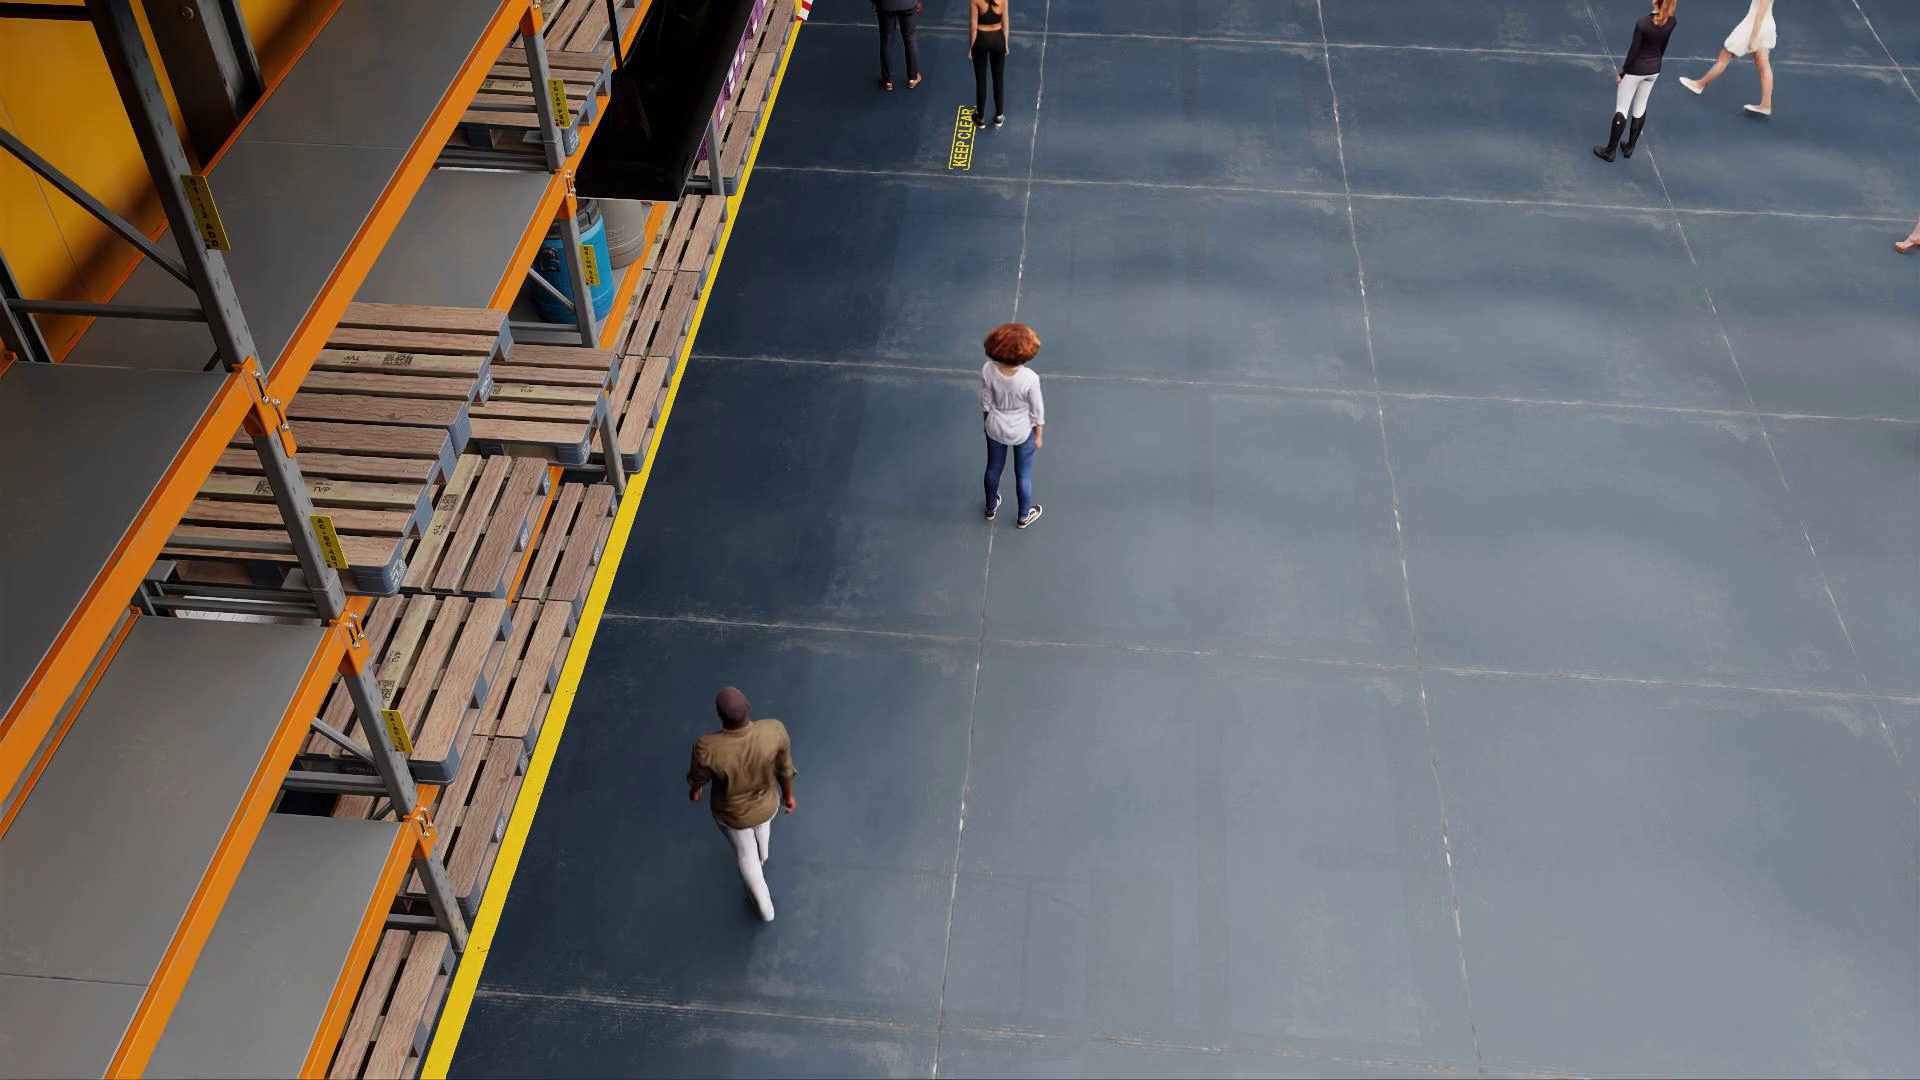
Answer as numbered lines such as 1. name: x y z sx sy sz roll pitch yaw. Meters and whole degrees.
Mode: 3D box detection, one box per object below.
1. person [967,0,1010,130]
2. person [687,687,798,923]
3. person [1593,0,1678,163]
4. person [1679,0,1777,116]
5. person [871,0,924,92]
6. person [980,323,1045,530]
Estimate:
1. person: 0.280 -4.767 16.062 0.609 1.637 0.576 -6 44 -7
2. person: -1.175 1.539 9.324 0.971 1.801 1.056 -20 47 -19
3. person: 6.363 -4.366 15.575 0.645 1.729 0.661 -12 45 -13
4. person: 7.850 -4.932 16.224 1.112 1.654 1.150 33 52 29
5. person: -0.625 -5.359 16.549 0.727 1.824 0.651 -3 44 -3
6. person: 0.356 -0.809 11.855 0.716 1.710 0.708 18 46 18
